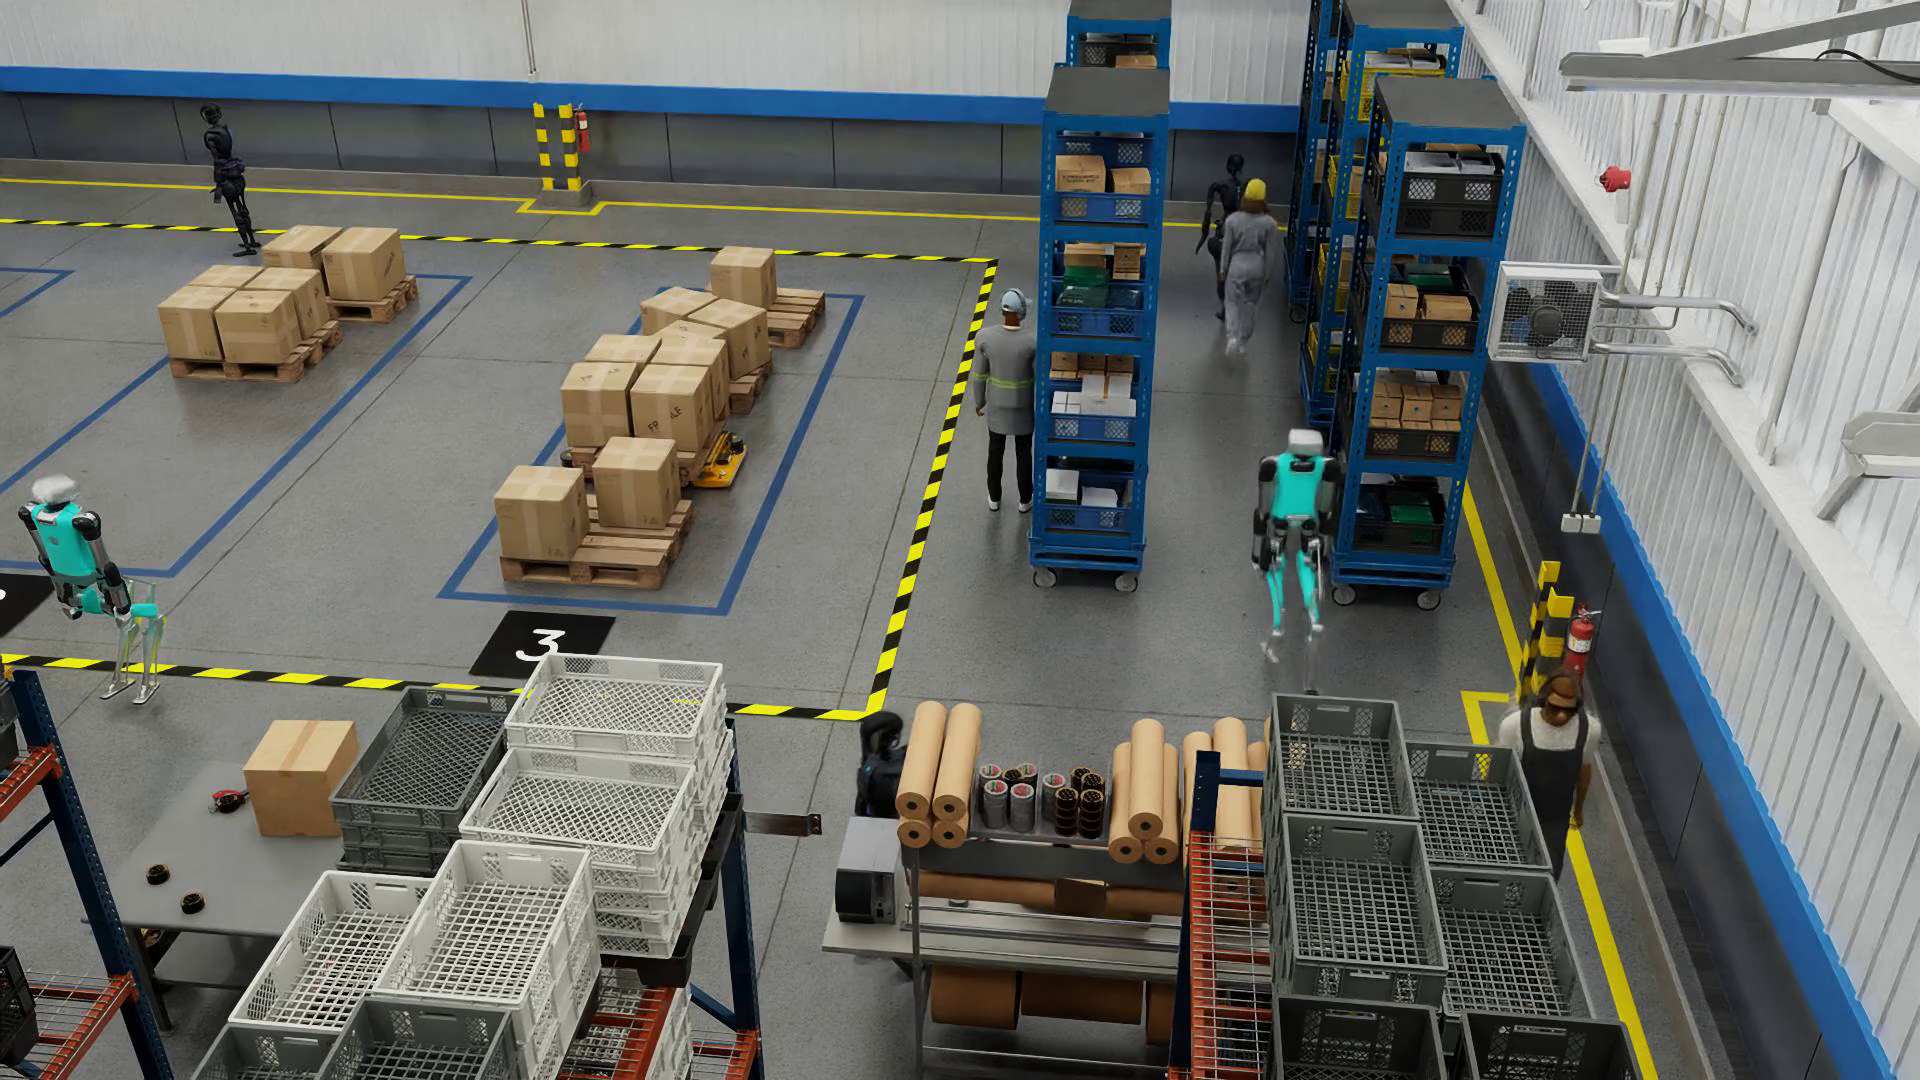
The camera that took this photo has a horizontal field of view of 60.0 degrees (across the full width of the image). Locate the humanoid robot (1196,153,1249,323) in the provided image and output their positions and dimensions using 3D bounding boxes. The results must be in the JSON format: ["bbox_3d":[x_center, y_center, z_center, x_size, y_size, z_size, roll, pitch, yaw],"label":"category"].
[{"bbox_3d":[2.632,-3.026,16.488,0.598,1.636,0.633,-8,31,-14],"label":"humanoid robot"}]

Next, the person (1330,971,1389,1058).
[{"bbox_3d":[1.553,2.442,6.895,0.331,1.864,0.516,1,30,1],"label":"person"}]

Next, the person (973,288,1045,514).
[{"bbox_3d":[0.404,-1.085,12.964,0.596,1.849,0.389,6,31,10],"label":"person"}]

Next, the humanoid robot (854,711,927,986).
[{"bbox_3d":[-0.371,1.571,8.567,0.326,1.661,0.595,-15,34,-24],"label":"humanoid robot"}]

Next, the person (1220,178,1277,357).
[{"bbox_3d":[2.678,-2.519,15.550,0.484,1.724,0.589,4,30,7],"label":"person"}]

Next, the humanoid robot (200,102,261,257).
[{"bbox_3d":[-7.906,-3.900,17.961,0.315,1.654,0.599,-2,30,-4],"label":"humanoid robot"}]

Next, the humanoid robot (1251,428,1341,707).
[{"bbox_3d":[2.219,0.247,10.809,0.545,1.764,0.967,-2,30,-3],"label":"humanoid robot"}]

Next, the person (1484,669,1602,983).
[{"bbox_3d":[2.980,1.481,8.593,0.544,1.805,0.902,5,31,8],"label":"person"}]

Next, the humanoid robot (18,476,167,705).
[{"bbox_3d":[-5.429,0.254,10.644,0.533,1.677,0.735,8,31,14],"label":"humanoid robot"}]

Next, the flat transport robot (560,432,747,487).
[{"bbox_3d":[-2.554,-0.707,13.861,1.431,0.197,0.652,3,30,6],"label":"flat transport robot"}]

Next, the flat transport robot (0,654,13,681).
[{"bbox_3d":[-7.142,0.969,11.010,1.431,0.231,0.659,3,30,6],"label":"flat transport robot"}]
